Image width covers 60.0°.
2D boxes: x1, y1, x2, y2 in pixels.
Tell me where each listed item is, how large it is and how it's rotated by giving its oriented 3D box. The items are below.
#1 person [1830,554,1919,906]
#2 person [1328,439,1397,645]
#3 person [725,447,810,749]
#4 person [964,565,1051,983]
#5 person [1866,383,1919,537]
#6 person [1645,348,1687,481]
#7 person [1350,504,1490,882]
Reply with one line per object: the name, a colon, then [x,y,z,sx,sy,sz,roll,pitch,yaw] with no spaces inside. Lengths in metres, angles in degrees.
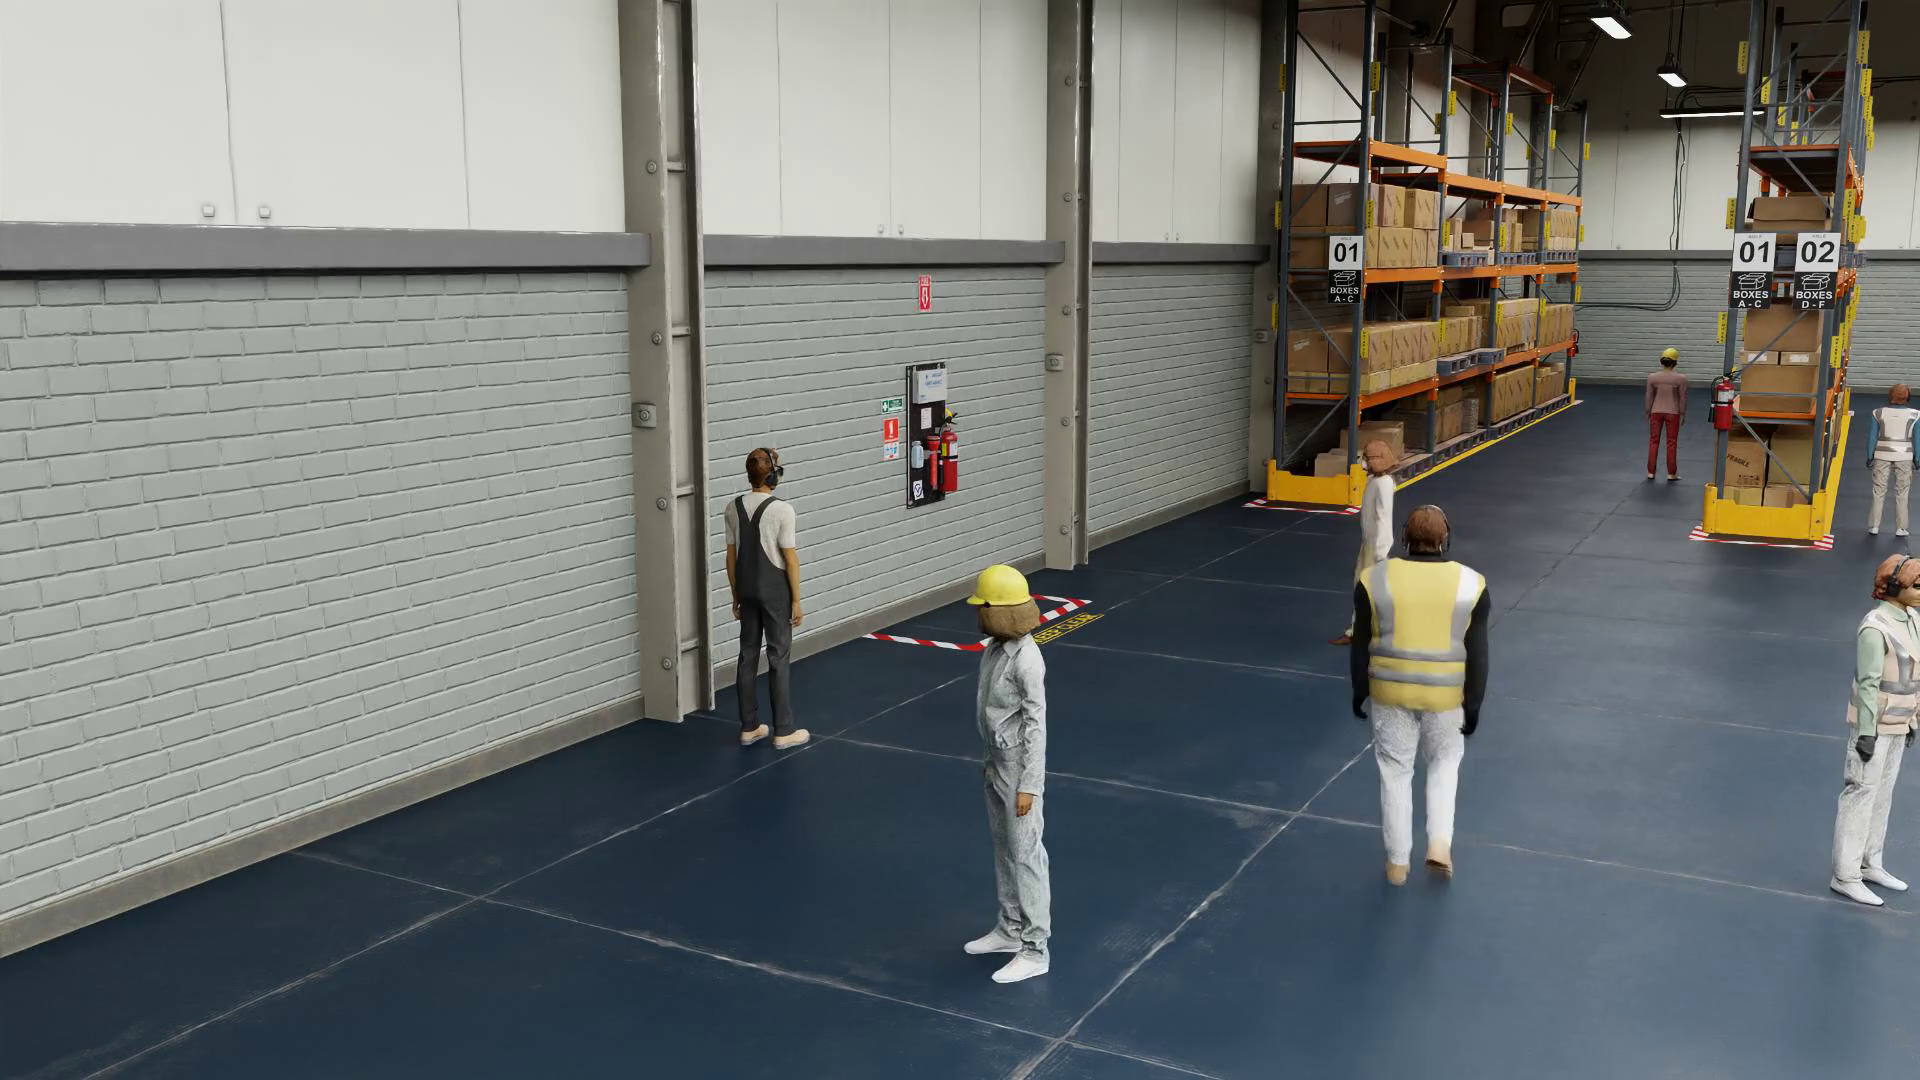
person: [4.292,0.870,7.737,0.513,1.635,0.311,-9,13,-42]
person: [3.178,0.036,12.664,0.574,1.625,0.515,1,10,4]
person: [-1.184,0.354,10.138,0.504,1.847,0.345,5,11,26]
person: [0.195,0.959,6.902,0.319,1.740,0.488,-3,10,-17]
person: [9.985,-0.850,17.792,0.525,1.639,0.307,6,11,32]
person: [9.448,-1.679,22.269,0.524,1.769,0.325,8,12,39]
person: [2.180,0.738,7.954,0.628,1.829,0.447,2,10,12]
